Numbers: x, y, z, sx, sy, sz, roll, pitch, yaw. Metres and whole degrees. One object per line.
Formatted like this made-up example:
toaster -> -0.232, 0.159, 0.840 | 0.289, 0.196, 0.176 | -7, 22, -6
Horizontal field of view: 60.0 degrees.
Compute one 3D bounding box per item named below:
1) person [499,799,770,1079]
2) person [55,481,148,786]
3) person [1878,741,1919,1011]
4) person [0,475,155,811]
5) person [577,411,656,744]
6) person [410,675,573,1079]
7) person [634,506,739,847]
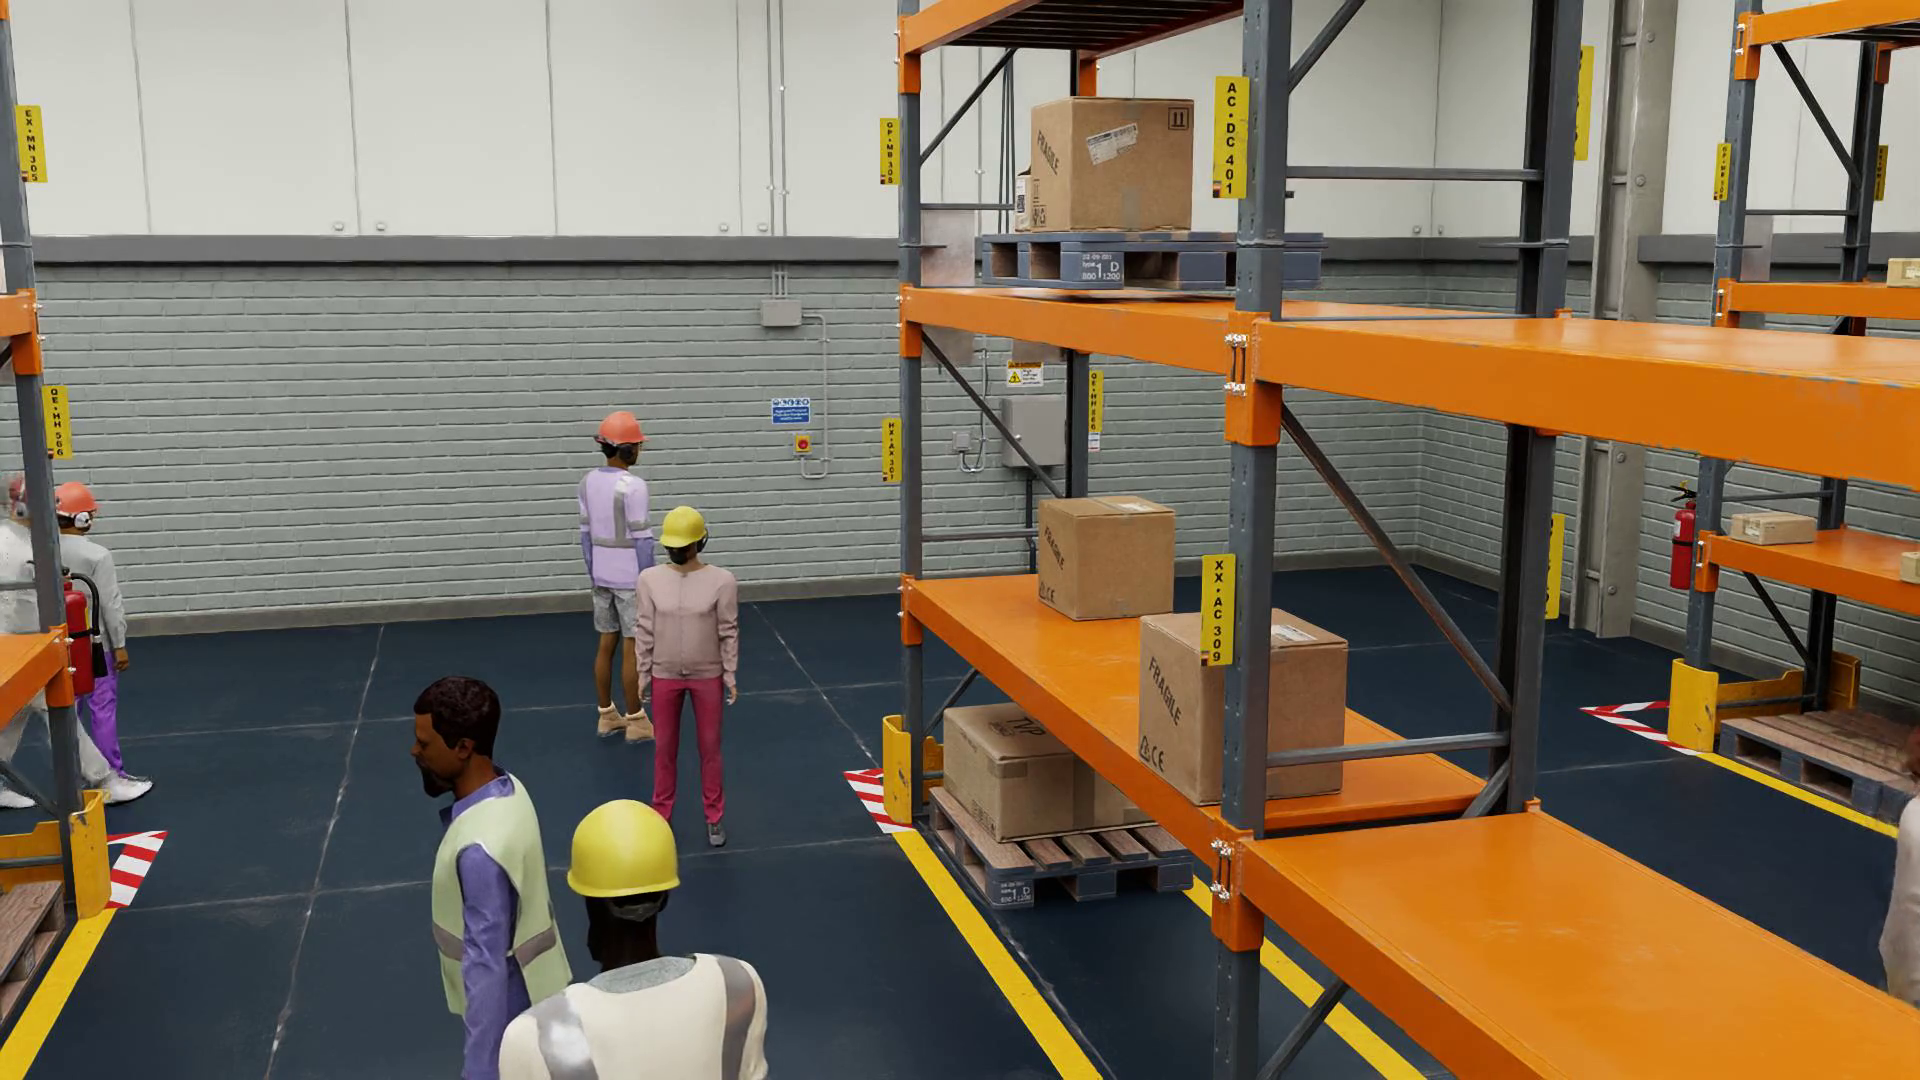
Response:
person -> -0.670, 1.485, 3.478 | 0.590, 1.918, 0.420 | -8, 12, -37
person -> -4.868, 0.547, 9.263 | 0.563, 1.755, 0.320 | 3, 10, 17
person -> 3.039, 1.326, 5.205 | 0.508, 1.620, 0.386 | -8, 13, -39
person -> -4.872, 0.562, 8.894 | 0.954, 1.844, 0.743 | -3, 10, -14
person -> -2.071, 0.230, 10.251 | 0.605, 2.045, 0.383 | 8, 13, 40
person -> -1.260, 1.299, 4.567 | 0.395, 1.910, 0.584 | -3, 10, -15
person -> -1.380, 0.696, 8.411 | 0.523, 1.761, 0.328 | 0, 10, -3
